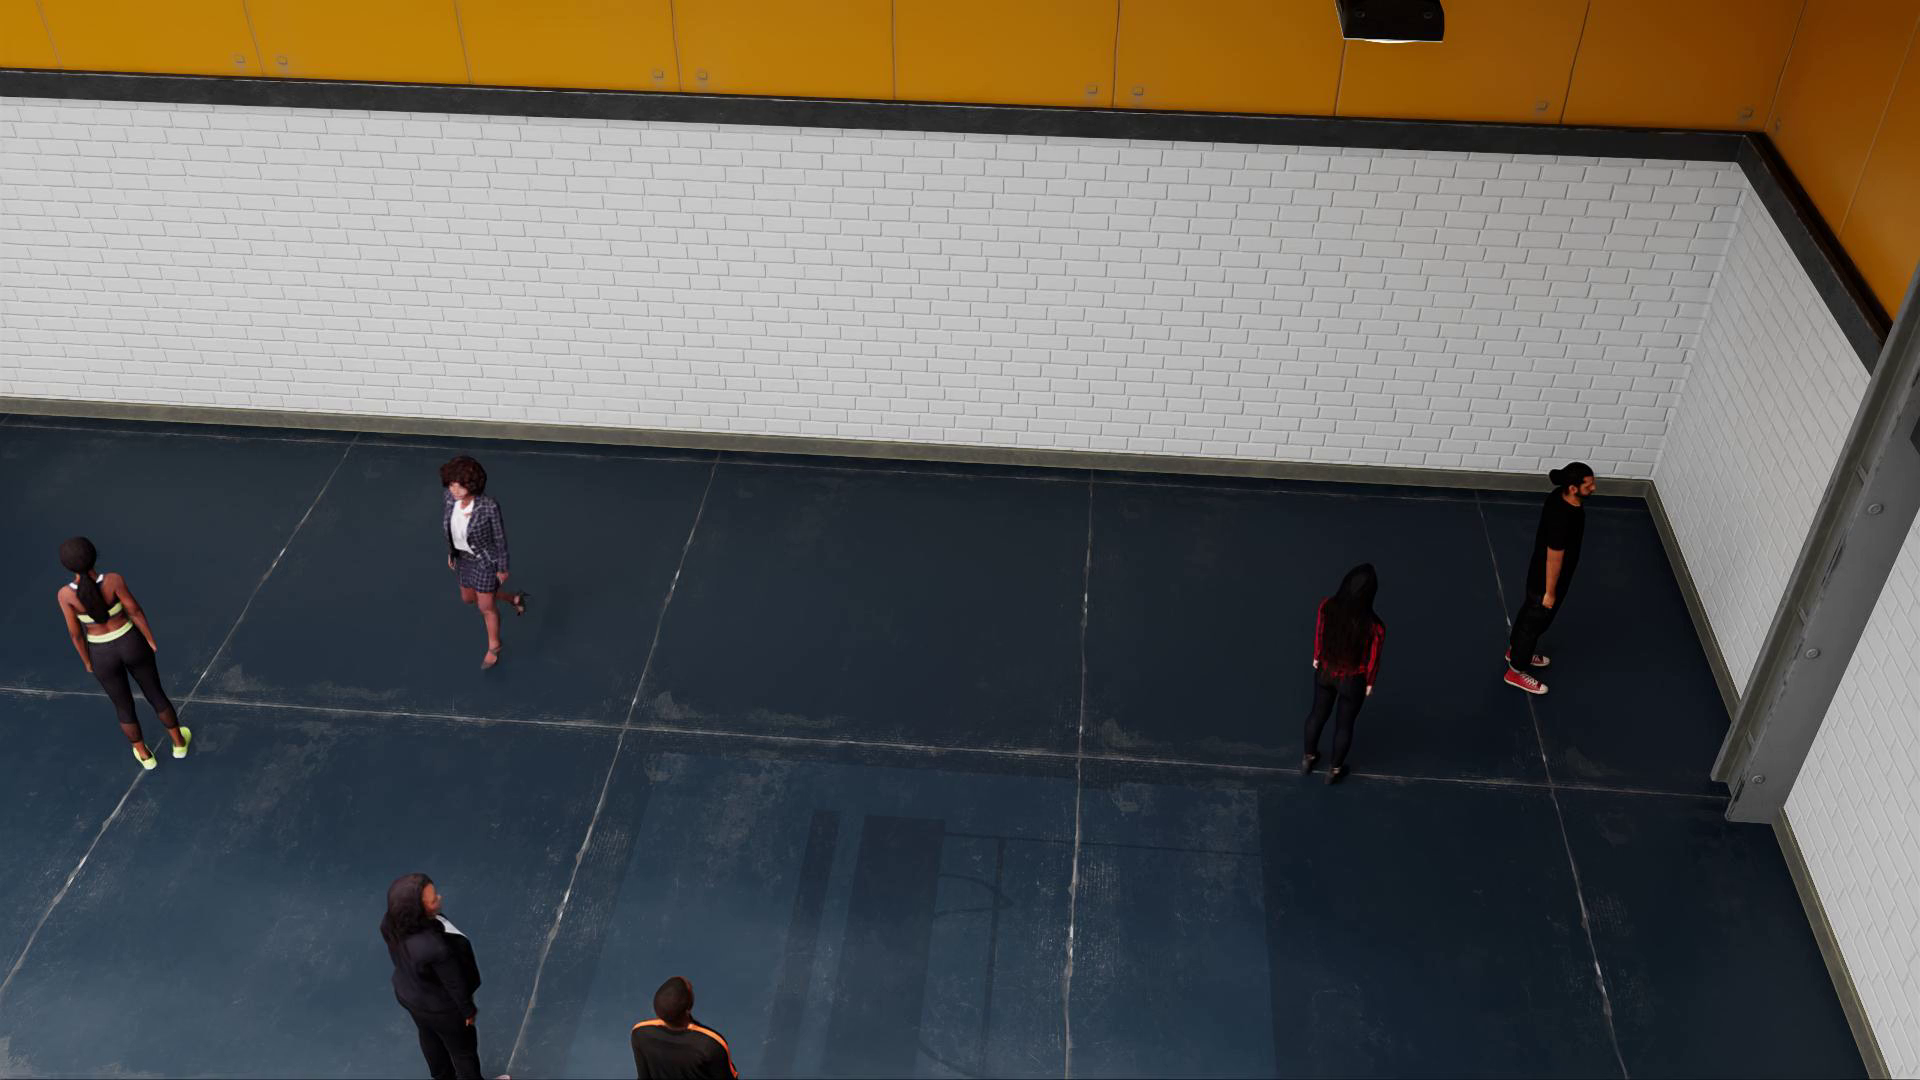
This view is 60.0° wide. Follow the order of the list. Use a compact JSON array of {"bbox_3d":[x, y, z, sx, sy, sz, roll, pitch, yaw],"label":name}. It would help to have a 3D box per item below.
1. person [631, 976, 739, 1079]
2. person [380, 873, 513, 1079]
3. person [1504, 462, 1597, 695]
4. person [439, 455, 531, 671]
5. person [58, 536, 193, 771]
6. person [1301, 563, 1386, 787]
[{"bbox_3d":[-1.253,2.639,7.785,0.627,1.808,0.540,6,39,7],"label":"person"},{"bbox_3d":[-2.641,2.290,8.379,0.749,1.611,0.778,23,44,26],"label":"person"},{"bbox_3d":[3.844,0.216,10.858,0.736,1.759,0.584,11,40,14],"label":"person"},{"bbox_3d":[-3.141,0.106,11.061,0.809,1.678,0.922,19,42,22],"label":"person"},{"bbox_3d":[-5.182,0.704,10.252,0.644,1.754,0.672,-20,43,-23],"label":"person"},{"bbox_3d":[2.330,0.836,10.168,0.660,1.651,0.672,24,45,27],"label":"person"}]
